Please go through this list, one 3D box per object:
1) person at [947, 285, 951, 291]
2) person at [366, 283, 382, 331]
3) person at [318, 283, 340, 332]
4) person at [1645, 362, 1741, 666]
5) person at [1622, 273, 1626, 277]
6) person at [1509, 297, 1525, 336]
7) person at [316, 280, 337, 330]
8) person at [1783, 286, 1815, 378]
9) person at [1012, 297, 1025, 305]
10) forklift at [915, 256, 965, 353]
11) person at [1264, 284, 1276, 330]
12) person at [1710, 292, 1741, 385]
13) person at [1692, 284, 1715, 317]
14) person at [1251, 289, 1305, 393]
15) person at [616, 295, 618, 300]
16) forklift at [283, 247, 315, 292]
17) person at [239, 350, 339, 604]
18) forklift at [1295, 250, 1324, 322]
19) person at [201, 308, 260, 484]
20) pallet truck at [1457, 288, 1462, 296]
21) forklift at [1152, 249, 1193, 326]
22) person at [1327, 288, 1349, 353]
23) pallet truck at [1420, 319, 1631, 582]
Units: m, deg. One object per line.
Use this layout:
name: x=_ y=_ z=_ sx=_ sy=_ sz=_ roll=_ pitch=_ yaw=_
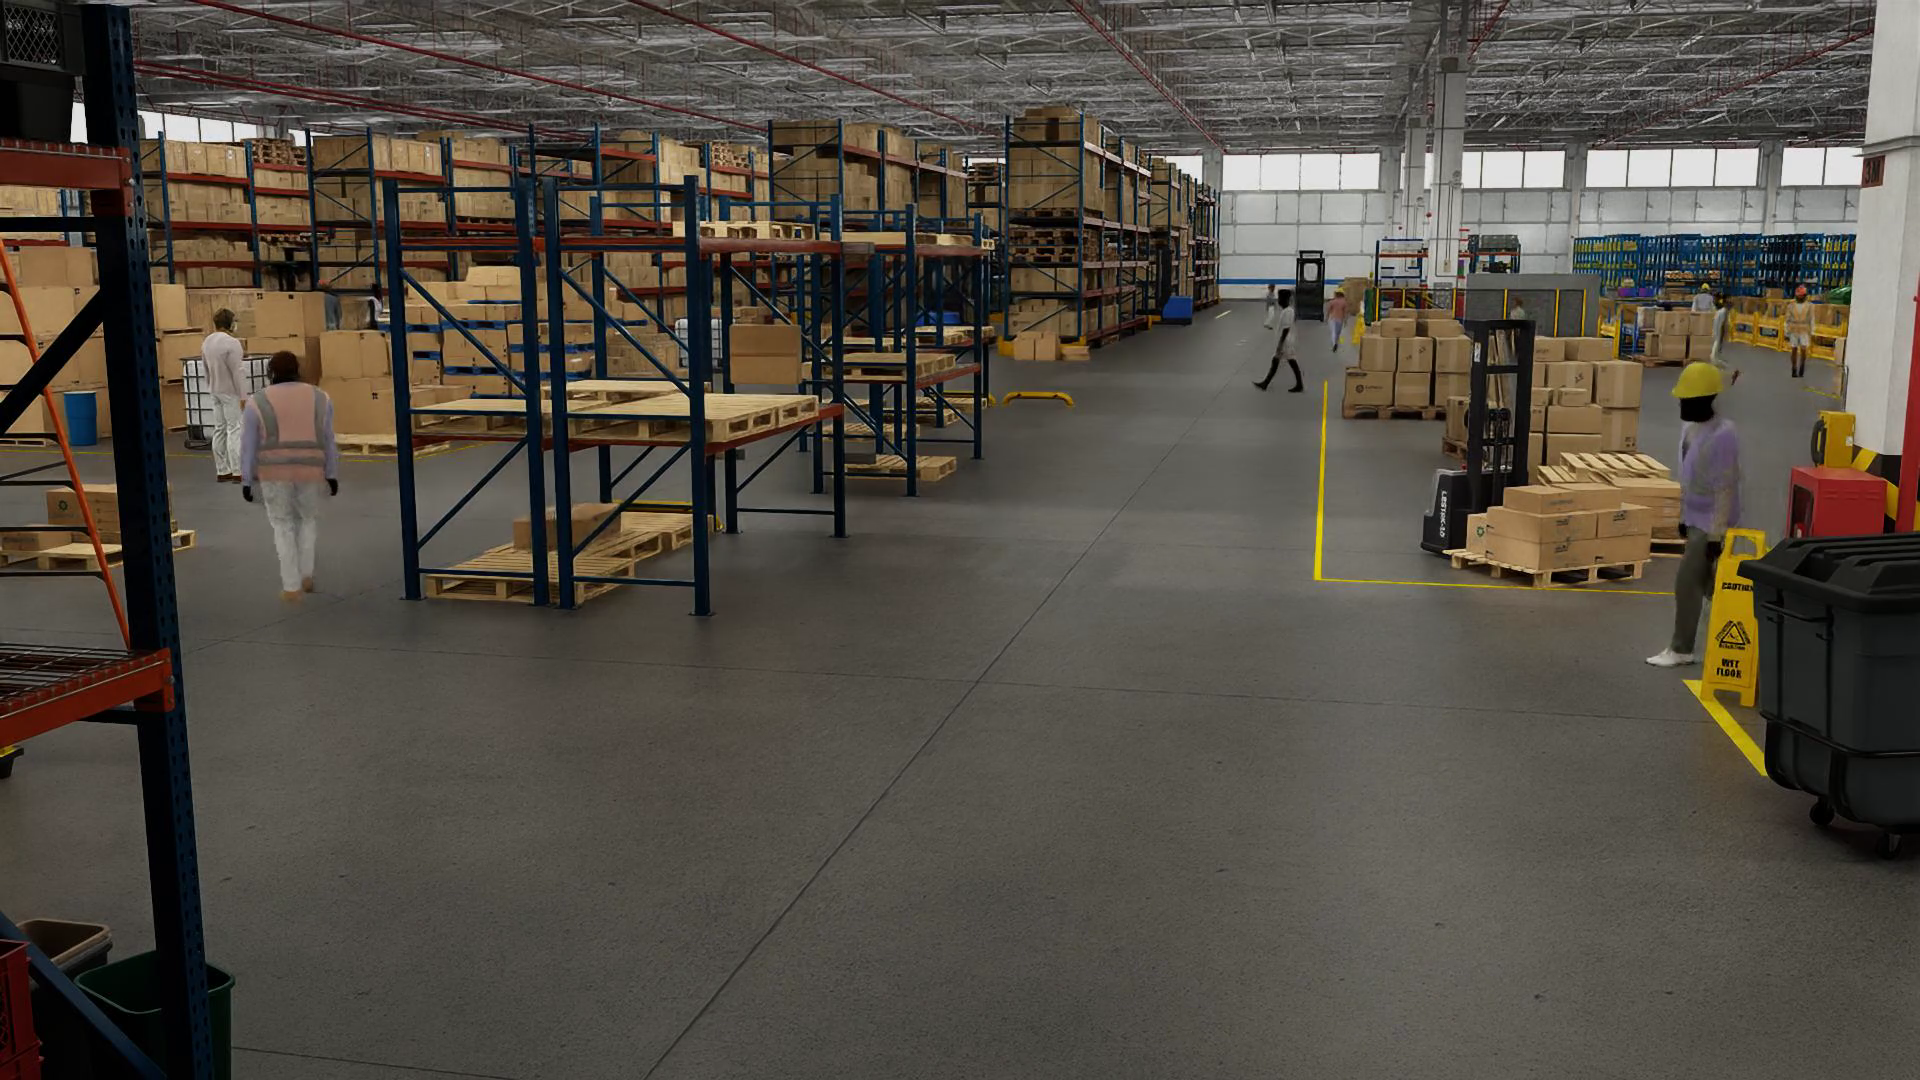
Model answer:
person: x=-0.278 y=-7.062 z=51.529 sx=0.321 sy=1.694 sz=0.535 roll=-9 pitch=13 yaw=-42
person: x=-14.203 y=-5.302 z=40.496 sx=0.457 sy=1.900 sz=0.625 roll=0 pitch=10 yaw=-2
person: x=-14.610 y=-4.953 z=38.354 sx=0.630 sy=1.931 sz=0.366 roll=-7 pitch=12 yaw=-35
person: x=4.553 y=-0.130 z=9.963 sx=0.778 sy=1.875 sz=0.676 roll=0 pitch=10 yaw=2
person: x=32.727 y=-12.275 z=82.150 sx=0.957 sy=1.777 sz=0.623 roll=3 pitch=10 yaw=16
person: x=12.770 y=-4.750 z=38.040 sx=0.554 sy=1.620 sz=0.526 roll=-1 pitch=10 yaw=-8
person: x=-16.517 y=-5.802 z=43.360 sx=1.040 sy=1.928 sz=0.630 roll=1 pitch=10 yaw=5
person: x=17.485 y=-4.328 z=34.666 sx=0.594 sy=1.915 sz=0.770 roll=6 pitch=11 yaw=32
person: x=2.009 y=-8.337 z=58.145 sx=0.444 sy=2.020 sz=0.630 roll=-6 pitch=11 yaw=-32
forklift: x=-0.490 y=-6.358 z=43.855 sx=1.129 sy=2.768 sz=1.873 roll=2 pitch=10 yaw=12
person: x=10.924 y=-8.167 z=58.289 sx=0.333 sy=1.618 sz=0.503 roll=4 pitch=10 yaw=24
person: x=14.702 y=-3.845 z=32.047 sx=0.651 sy=1.854 sz=0.522 roll=3 pitch=10 yaw=17
person: x=20.671 y=-6.222 z=46.274 sx=0.624 sy=1.781 sz=0.923 roll=3 pitch=10 yaw=19
person: x=5.930 y=-3.658 z=30.681 sx=1.002 sy=1.914 sz=0.616 roll=0 pitch=10 yaw=1
person: x=-8.492 y=-5.250 z=40.988 sx=0.527 sy=1.631 sz=0.320 roll=1 pitch=10 yaw=5
forklift: x=-19.593 y=-7.335 z=49.639 sx=1.129 sy=2.768 sz=1.873 roll=2 pitch=10 yaw=12
person: x=-4.890 y=-0.461 z=12.075 sx=0.664 sy=1.814 sz=0.637 roll=-7 pitch=12 yaw=-37
forklift: x=13.778 y=-10.002 z=65.433 sx=1.129 sy=2.768 sz=1.873 roll=2 pitch=10 yaw=12
person: x=-8.084 y=-1.586 z=18.384 sx=0.630 sy=1.940 sz=0.373 roll=6 pitch=11 yaw=32
pallet truck: x=20.506 y=-9.785 z=68.819 sx=0.653 sy=1.274 sz=1.630 roll=2 pitch=10 yaw=12
forklift: x=7.646 y=-9.320 z=61.395 sx=1.873 sy=2.768 sz=1.129 roll=2 pitch=10 yaw=11
person: x=9.967 y=-5.792 z=43.913 sx=0.550 sy=1.732 sz=0.675 roll=2 pitch=10 yaw=10
pallet truck: x=4.543 y=-0.757 z=13.299 sx=0.823 sy=1.965 sz=1.885 roll=-4 pitch=10 yaw=-22
